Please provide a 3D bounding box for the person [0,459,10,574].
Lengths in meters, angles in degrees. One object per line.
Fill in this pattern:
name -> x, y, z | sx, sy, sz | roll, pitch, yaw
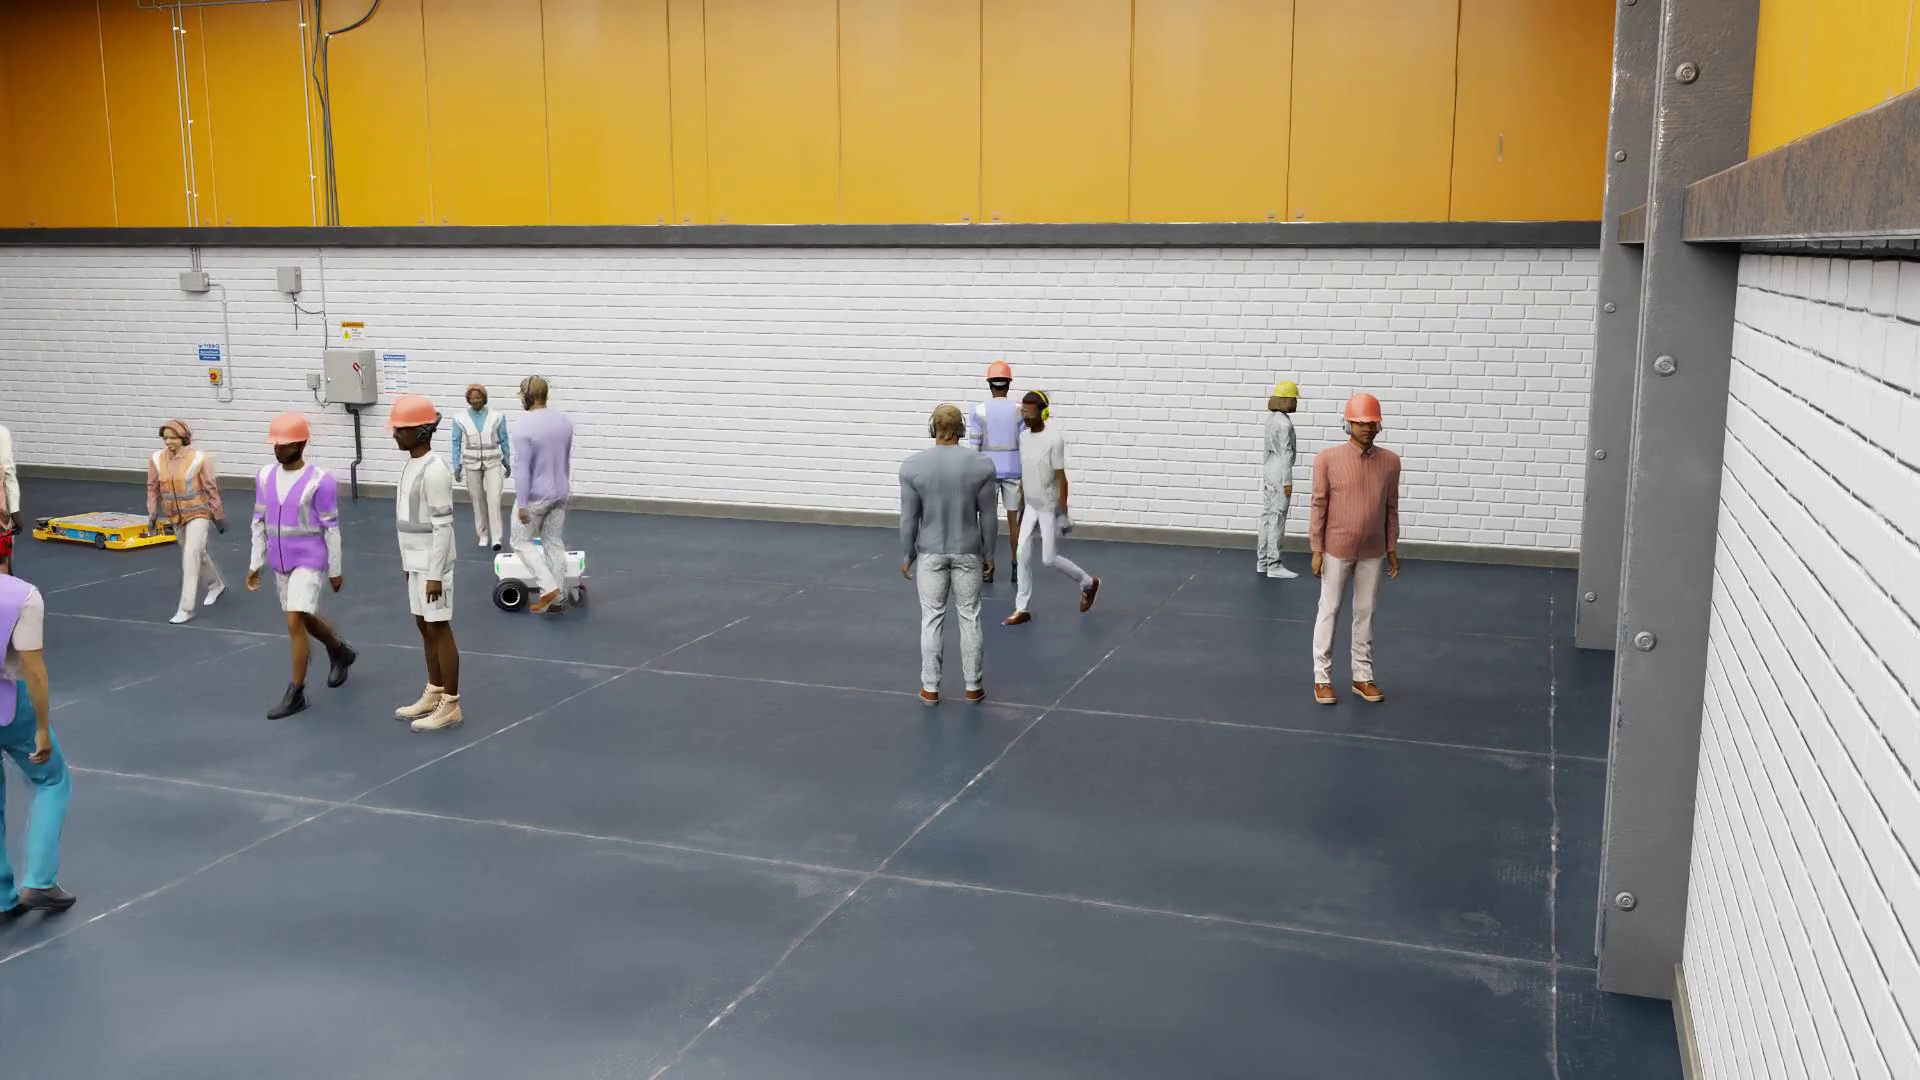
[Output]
person -> -6.930, -0.039, 11.594 | 0.728, 1.855, 0.713 | 6, 12, 32

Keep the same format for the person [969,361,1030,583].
person -> 0.346, -0.586, 14.437 | 0.543, 1.928, 0.371 | 0, 10, -3

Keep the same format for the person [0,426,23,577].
person -> -7.223, -0.200, 12.178 | 0.620, 1.972, 0.464 | -7, 12, -36

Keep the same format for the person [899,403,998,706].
person -> -0.073, 0.098, 10.571 | 0.627, 1.934, 0.371 | 0, 10, -2

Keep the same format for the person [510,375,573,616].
person -> -3.293, -0.336, 13.063 | 0.431, 1.926, 0.628 | 6, 12, 30

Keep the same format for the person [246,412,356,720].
person -> -4.164, 0.112, 10.615 | 0.541, 1.910, 0.944 | 3, 11, 18

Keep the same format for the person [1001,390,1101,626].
person -> 0.692, -0.260, 12.891 | 0.768, 1.836, 0.575 | -8, 13, -36

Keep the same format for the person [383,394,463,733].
person -> -3.243, 0.136, 10.050 | 0.374, 2.044, 0.605 | -6, 12, -32

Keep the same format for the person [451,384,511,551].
person -> -4.572, -0.683, 15.880 | 0.542, 1.594, 0.823 | -2, 10, -13

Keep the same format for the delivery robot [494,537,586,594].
delivery robot -> -3.399, 0.221, 13.492 | 0.707, 0.478, 0.477 | -2, 10, -11

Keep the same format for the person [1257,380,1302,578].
person -> 2.843, -0.544, 14.725 | 0.325, 1.740, 0.493 | -2, 10, -9

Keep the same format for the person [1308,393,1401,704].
person -> 2.526, 0.054, 10.639 | 0.608, 1.996, 0.380 | -2, 10, -10

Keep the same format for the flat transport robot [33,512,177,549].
flat transport robot -> -8.405, -0.108, 16.411 | 1.431, 0.197, 0.652 | 5, 11, 28

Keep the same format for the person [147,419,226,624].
person -> -6.076, -0.189, 13.180 | 0.532, 1.580, 0.910 | 2, 10, 9

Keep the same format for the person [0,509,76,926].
person -> -4.123, 0.756, 7.172 | 0.563, 1.828, 0.516 | 1, 10, 4
